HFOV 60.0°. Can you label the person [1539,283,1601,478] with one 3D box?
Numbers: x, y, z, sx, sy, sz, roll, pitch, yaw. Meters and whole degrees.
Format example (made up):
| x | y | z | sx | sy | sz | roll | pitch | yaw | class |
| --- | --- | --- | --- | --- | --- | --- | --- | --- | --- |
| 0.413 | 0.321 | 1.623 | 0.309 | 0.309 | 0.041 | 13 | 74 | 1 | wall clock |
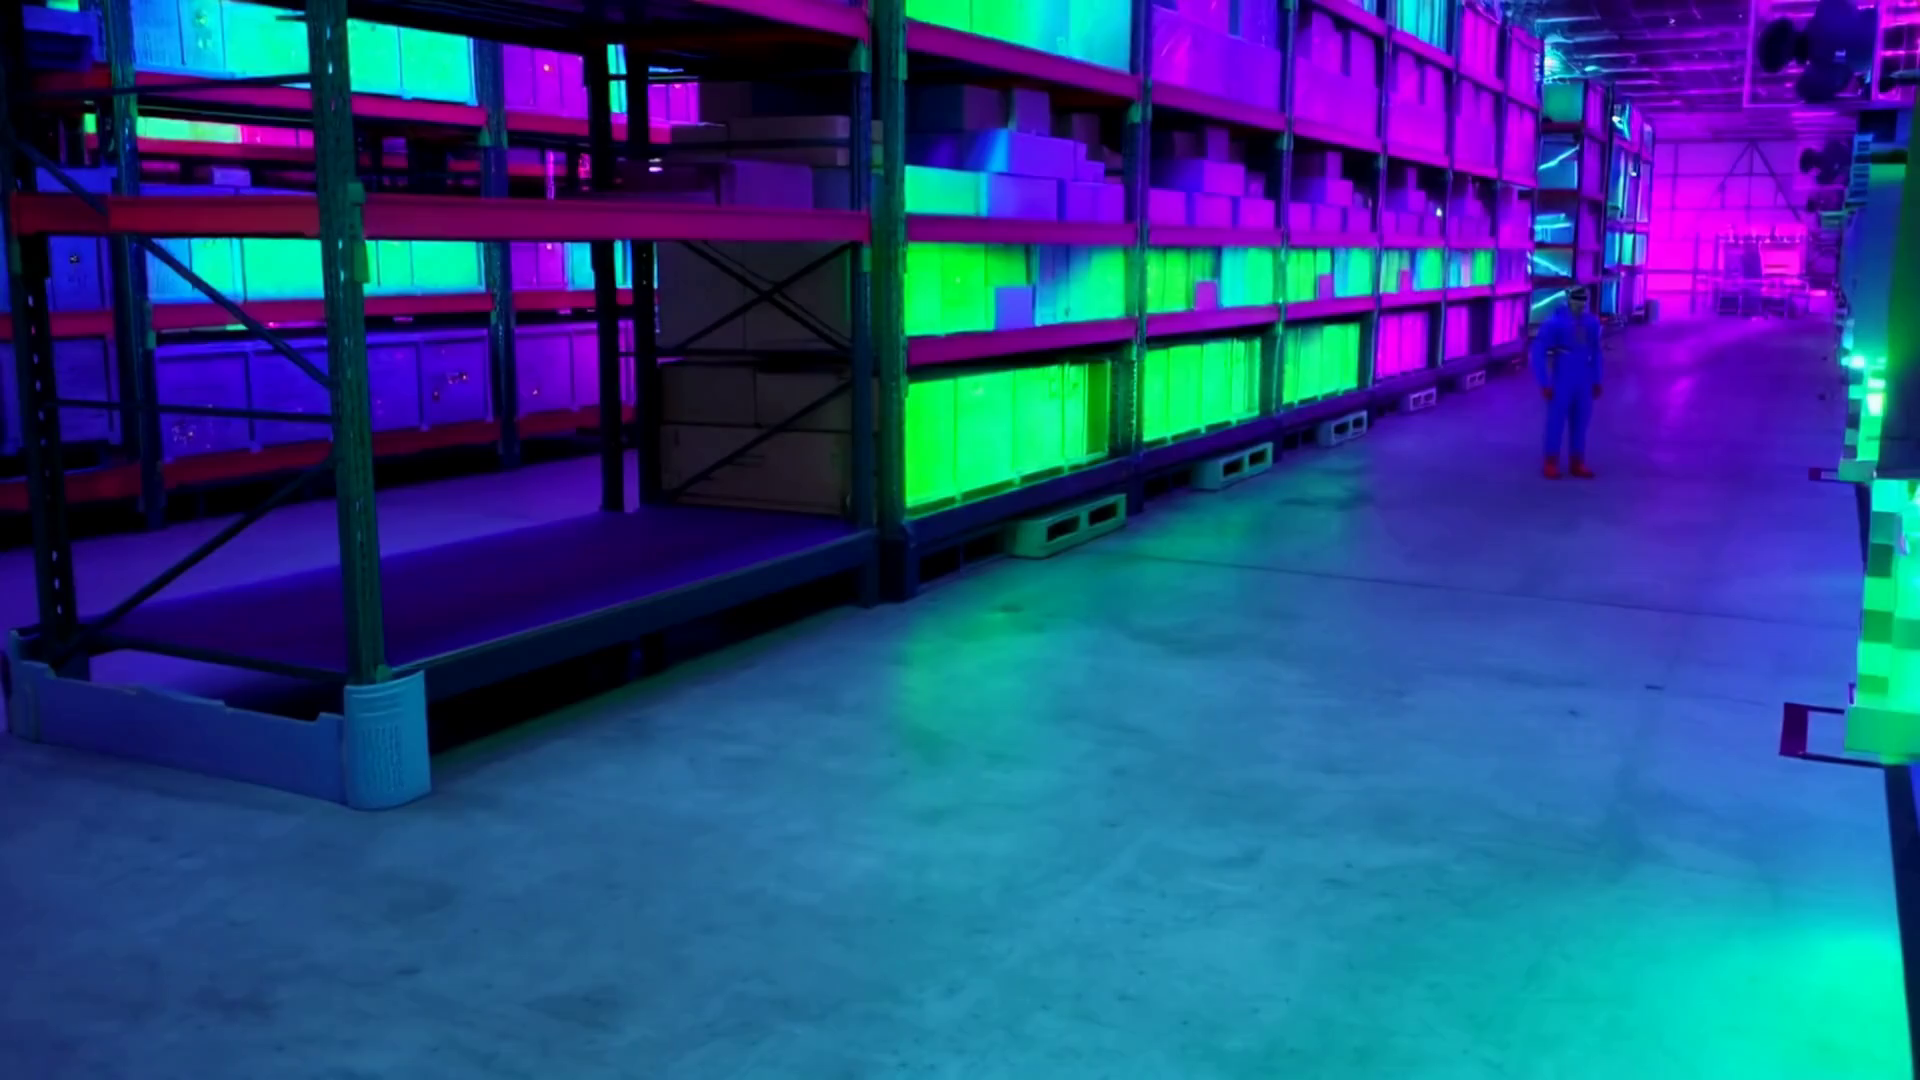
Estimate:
| x | y | z | sx | sy | sz | roll | pitch | yaw | class |
| --- | --- | --- | --- | --- | --- | --- | --- | --- | --- |
| 5.925 | -1.541 | 16.138 | 0.653 | 1.894 | 0.400 | -3 | 10 | -15 | person |
